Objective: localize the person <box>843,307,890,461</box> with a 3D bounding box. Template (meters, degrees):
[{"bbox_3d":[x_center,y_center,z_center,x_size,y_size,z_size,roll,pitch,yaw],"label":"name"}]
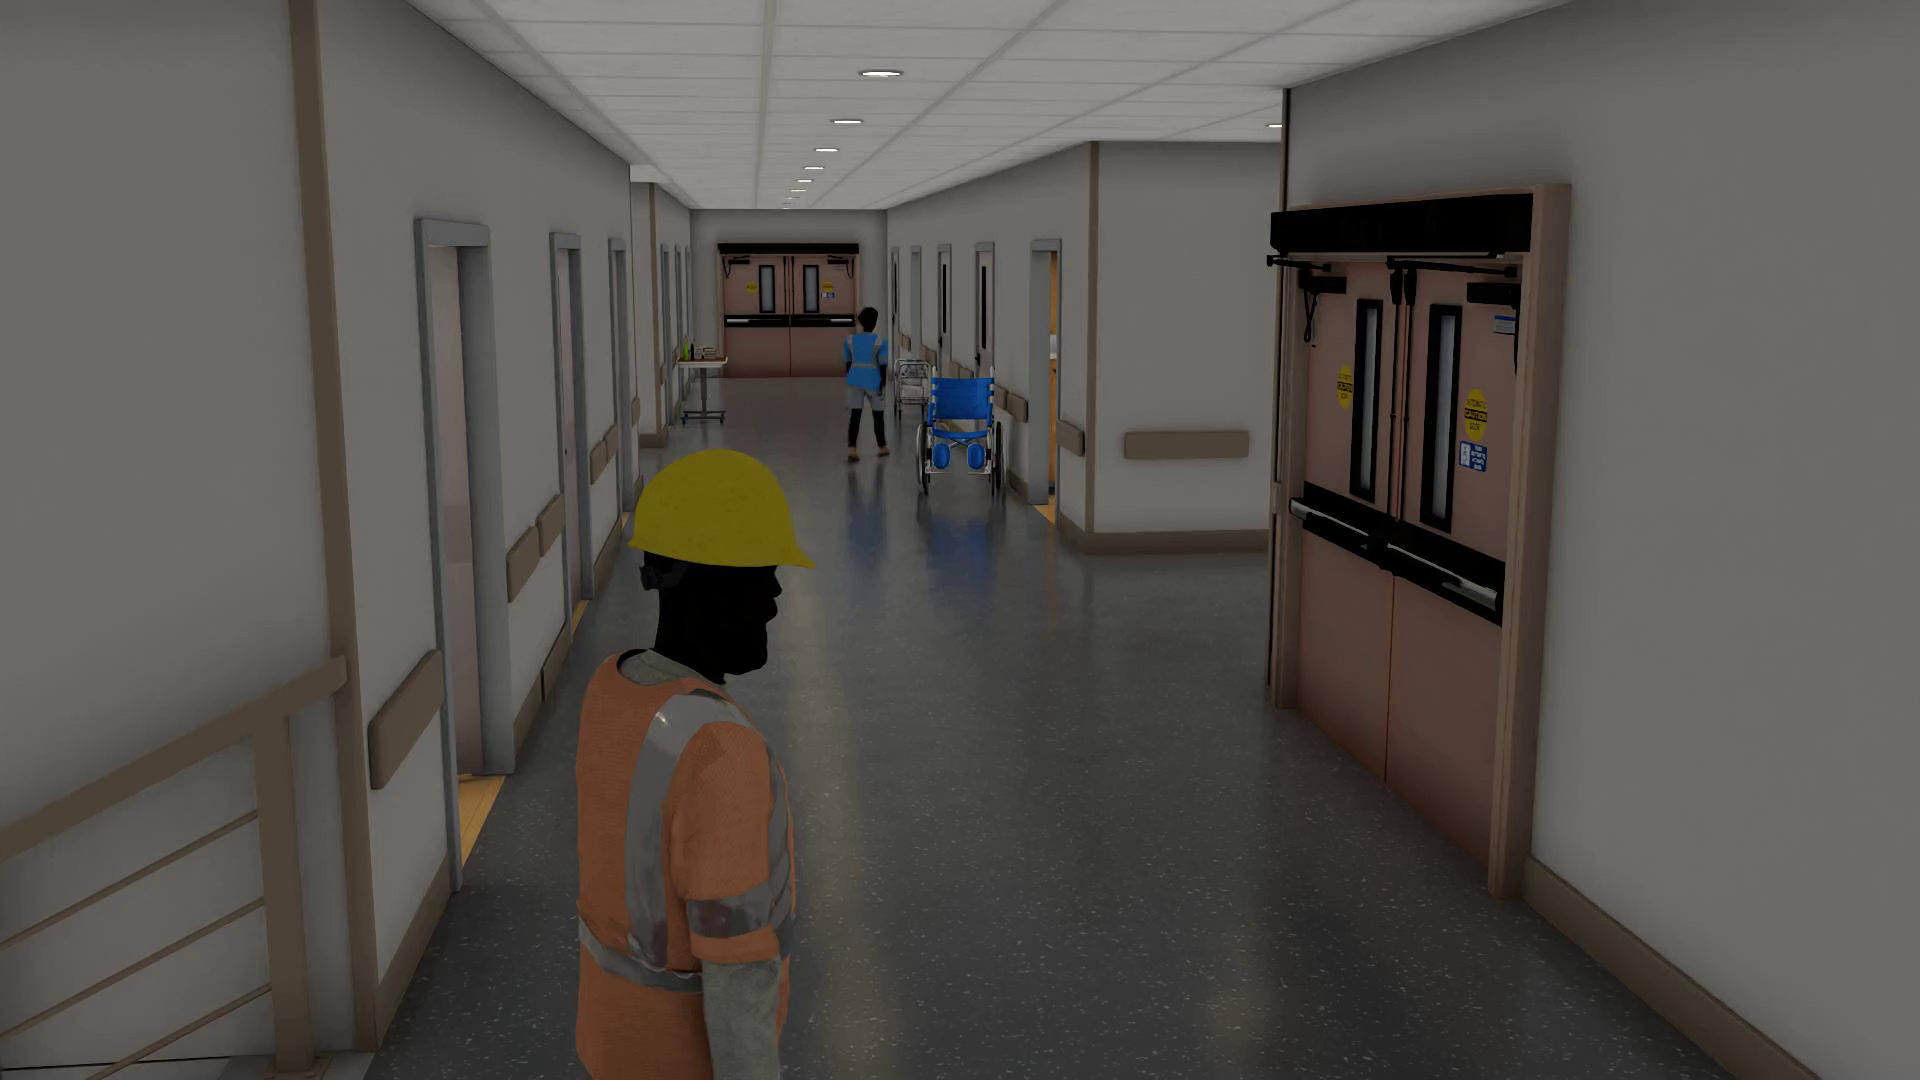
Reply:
[{"bbox_3d":[-1.019,-1.684,17.985,0.544,1.652,0.874,3,10,15],"label":"person"}]

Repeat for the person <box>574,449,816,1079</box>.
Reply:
[{"bbox_3d":[-0.405,0.812,2.668,0.399,1.918,0.587,-5,11,-27],"label":"person"}]
